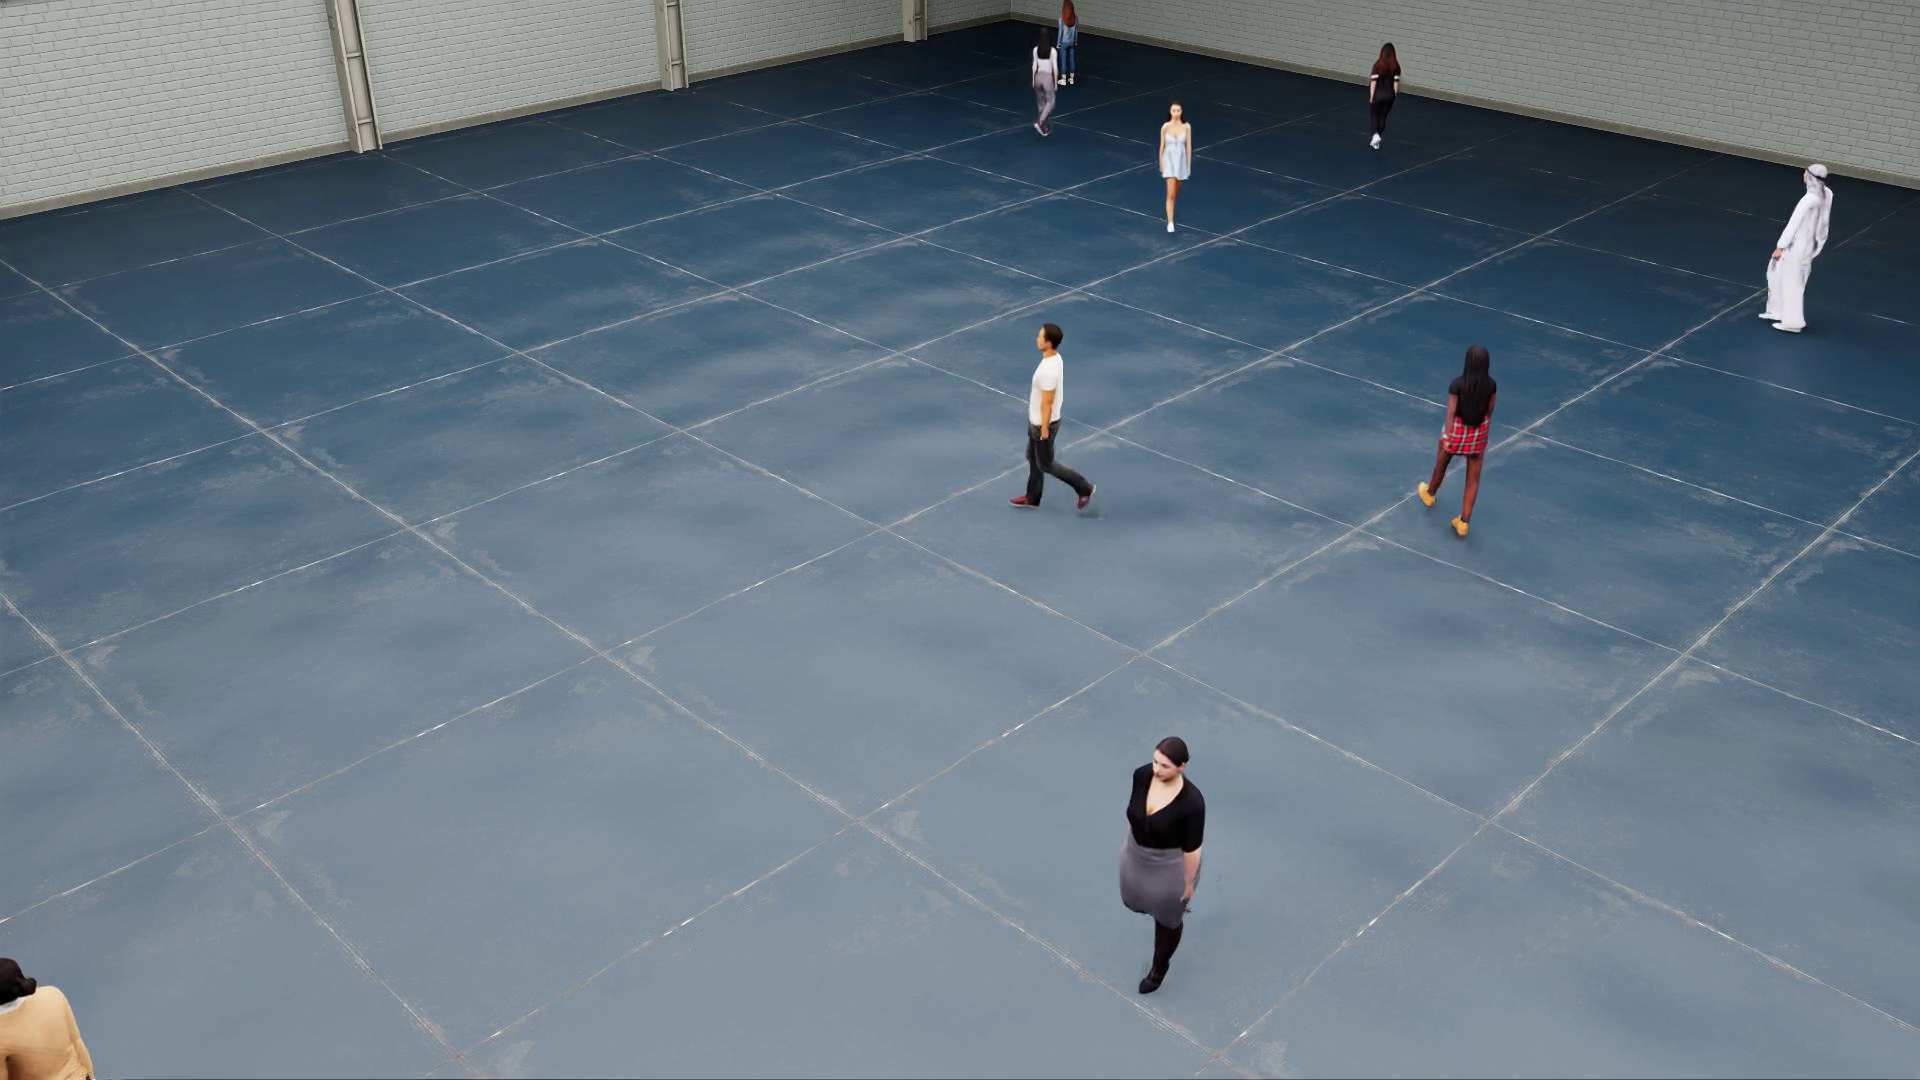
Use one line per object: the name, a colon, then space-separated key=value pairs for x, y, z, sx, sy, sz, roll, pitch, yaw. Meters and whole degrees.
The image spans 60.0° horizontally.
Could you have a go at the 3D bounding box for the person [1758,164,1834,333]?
person: x=9.602 y=-3.268 z=18.812 sx=0.747 sy=1.904 sz=0.748 roll=23 pitch=35 yaw=36

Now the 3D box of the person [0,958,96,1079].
person: x=-4.209 y=2.687 z=7.809 sx=1.088 sy=1.736 sz=1.199 roll=7 pitch=29 yaw=13

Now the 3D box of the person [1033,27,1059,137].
person: x=1.308 y=-7.273 z=26.526 sx=0.755 sy=1.721 sz=0.941 roll=14 pitch=31 yaw=24

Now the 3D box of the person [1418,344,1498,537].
person: x=4.429 y=-0.829 z=14.457 sx=1.067 sy=1.693 sz=1.074 roll=-3 pitch=28 yaw=-5

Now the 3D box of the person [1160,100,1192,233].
person: x=2.892 y=-5.059 z=22.399 sx=1.108 sy=1.694 sz=1.127 roll=-2 pitch=28 yaw=-3

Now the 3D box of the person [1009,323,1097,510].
person: x=0.848 y=-1.056 z=14.786 sx=1.070 sy=1.785 sz=1.068 roll=4 pitch=28 yaw=7

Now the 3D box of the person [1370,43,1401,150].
person: x=6.610 y=-6.897 z=25.920 sx=0.764 sy=1.628 sz=0.823 roll=1 pitch=28 yaw=2

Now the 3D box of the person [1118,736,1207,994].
person: x=1.201 y=1.802 z=9.461 sx=0.807 sy=1.746 sz=0.675 roll=-23 pitch=36 yaw=-36

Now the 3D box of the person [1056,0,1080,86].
person: x=1.939 y=-8.964 z=29.961 sx=0.543 sy=1.478 sz=0.684 roll=-13 pitch=31 yaw=-22
